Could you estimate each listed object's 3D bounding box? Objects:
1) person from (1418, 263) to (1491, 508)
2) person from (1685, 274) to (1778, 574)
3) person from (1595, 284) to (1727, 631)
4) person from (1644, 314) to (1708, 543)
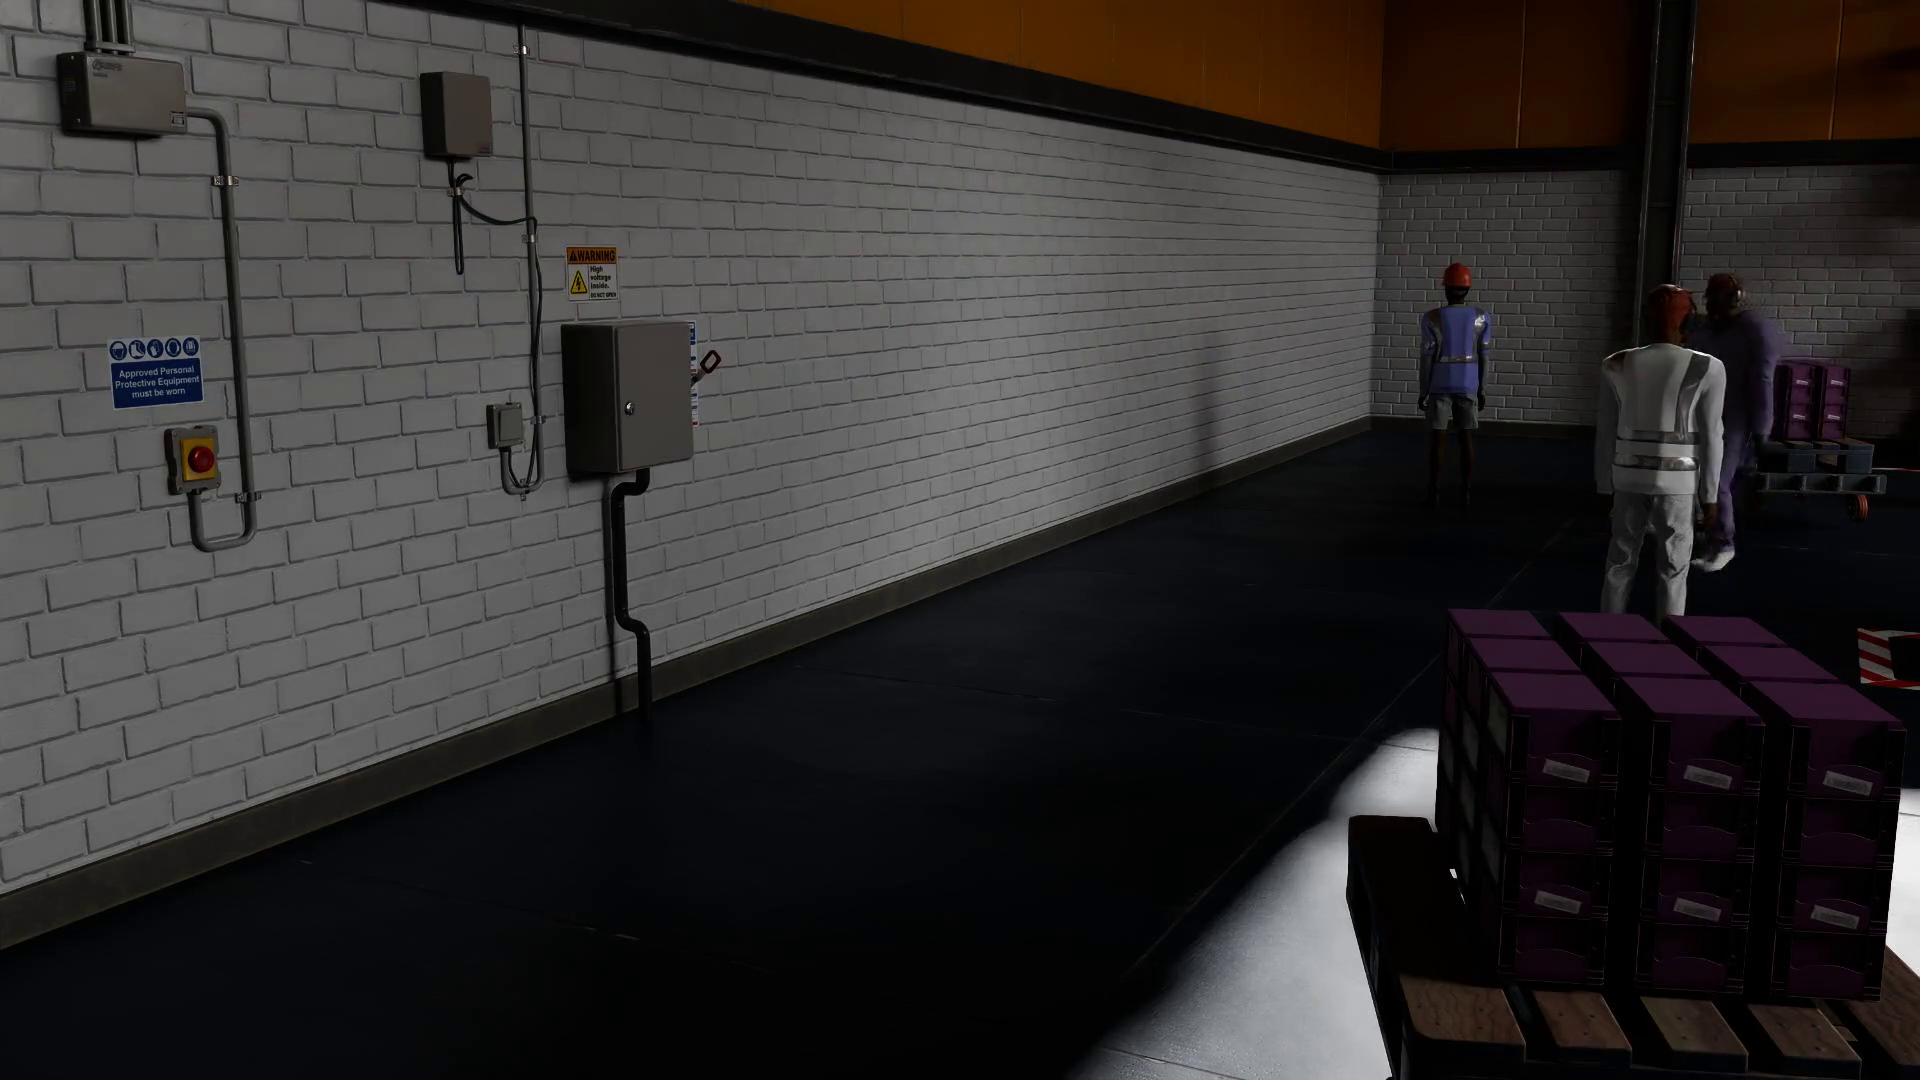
[{"bbox_3d":[3.901,-1.212,13.176,0.547,1.942,0.351,1,10,5],"label":"person"},{"bbox_3d":[4.784,-0.731,10.550,0.576,1.886,0.673,-4,11,-21],"label":"person"},{"bbox_3d":[3.250,-0.246,7.775,0.577,1.879,0.350,9,13,41],"label":"person"},{"bbox_3d":[5.134,-0.780,11.669,0.565,1.587,0.775,-9,13,-43],"label":"person"}]
